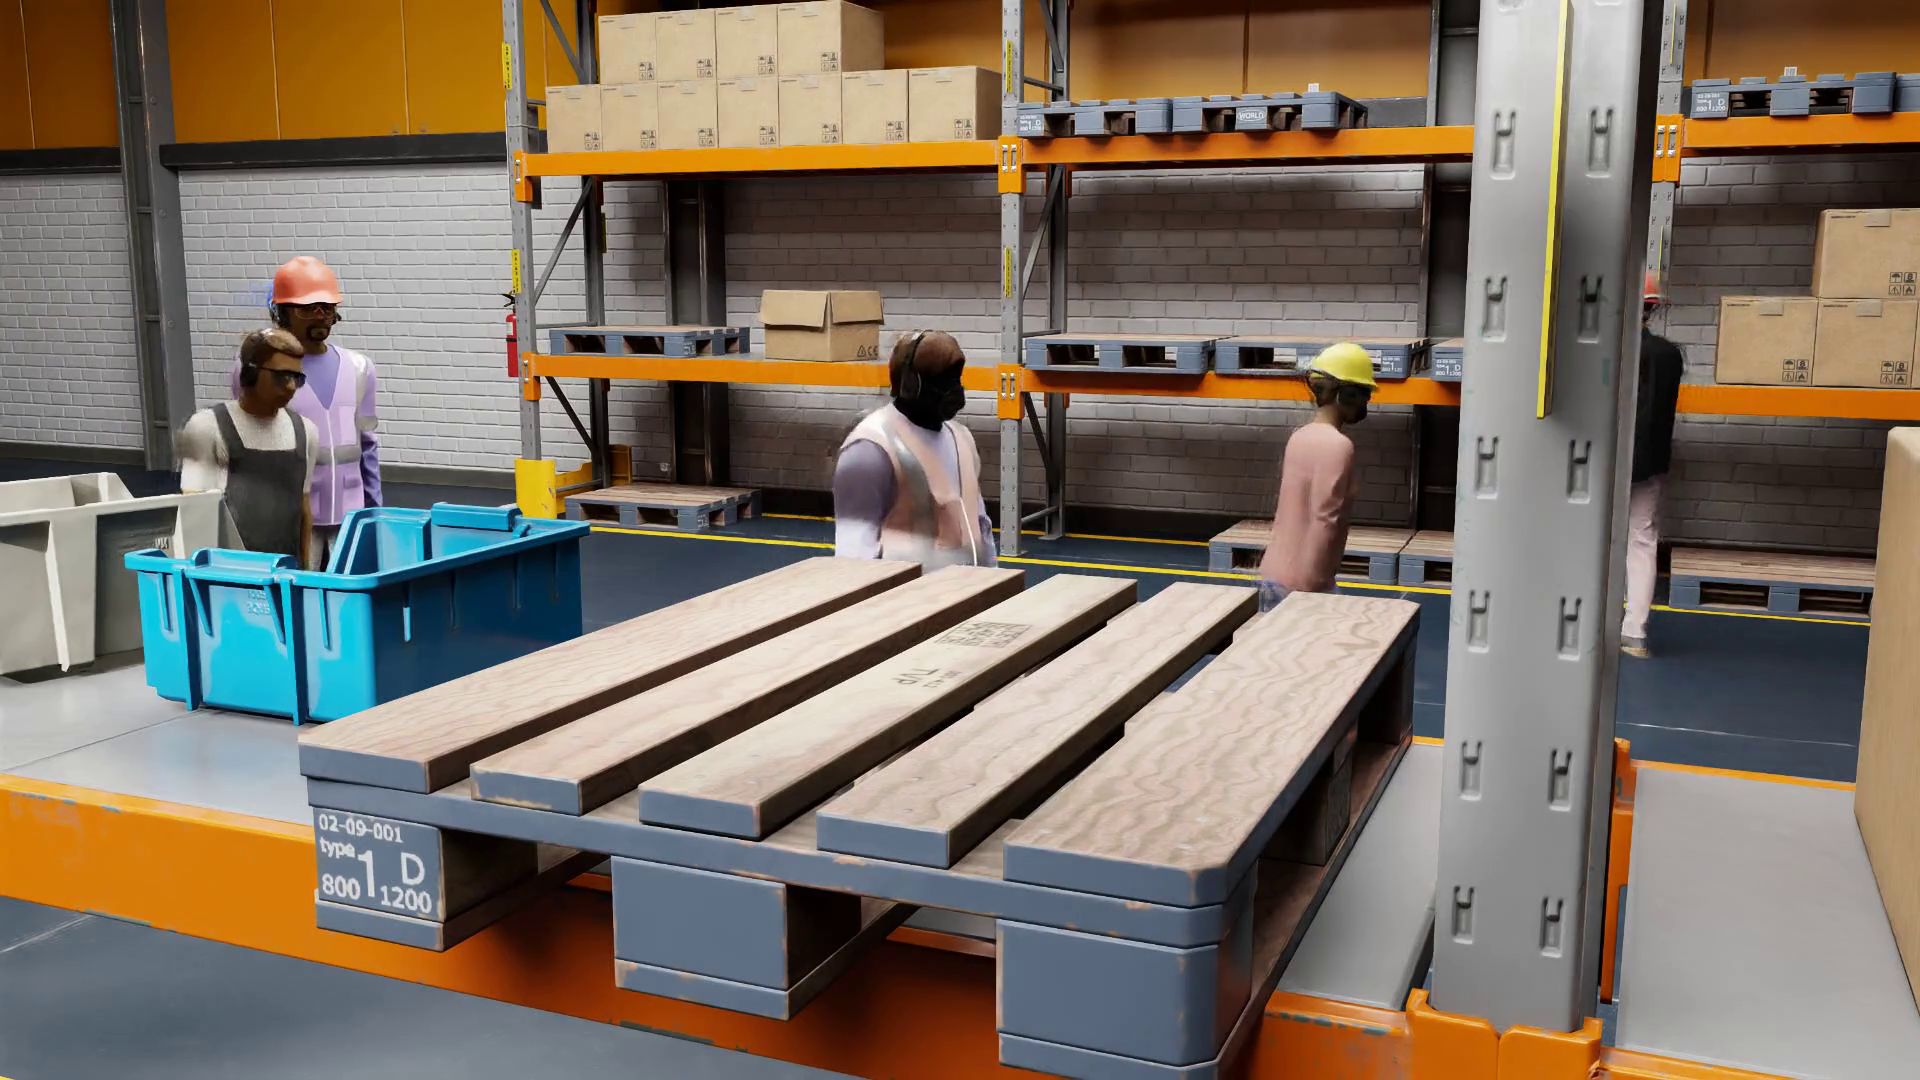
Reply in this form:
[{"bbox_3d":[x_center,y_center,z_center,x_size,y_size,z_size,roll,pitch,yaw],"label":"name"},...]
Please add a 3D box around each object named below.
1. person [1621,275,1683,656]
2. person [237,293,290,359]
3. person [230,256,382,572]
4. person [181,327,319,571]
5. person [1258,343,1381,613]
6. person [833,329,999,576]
[{"bbox_3d":[3.417,-0.398,8.629,0.643,1.975,0.572,-3,10,-19],"label":"person"},{"bbox_3d":[-3.668,-0.473,9.204,0.427,1.934,0.642,3,10,19],"label":"person"},{"bbox_3d":[-2.587,-0.109,6.718,0.377,2.045,0.605,8,12,39],"label":"person"},{"bbox_3d":[-2.615,0.133,6.020,0.817,1.803,0.578,7,12,37],"label":"person"},{"bbox_3d":[1.277,0.166,6.014,0.517,1.727,0.550,-1,10,-9],"label":"person"},{"bbox_3d":[-0.013,0.262,5.188,0.874,1.806,0.660,5,11,28],"label":"person"}]
